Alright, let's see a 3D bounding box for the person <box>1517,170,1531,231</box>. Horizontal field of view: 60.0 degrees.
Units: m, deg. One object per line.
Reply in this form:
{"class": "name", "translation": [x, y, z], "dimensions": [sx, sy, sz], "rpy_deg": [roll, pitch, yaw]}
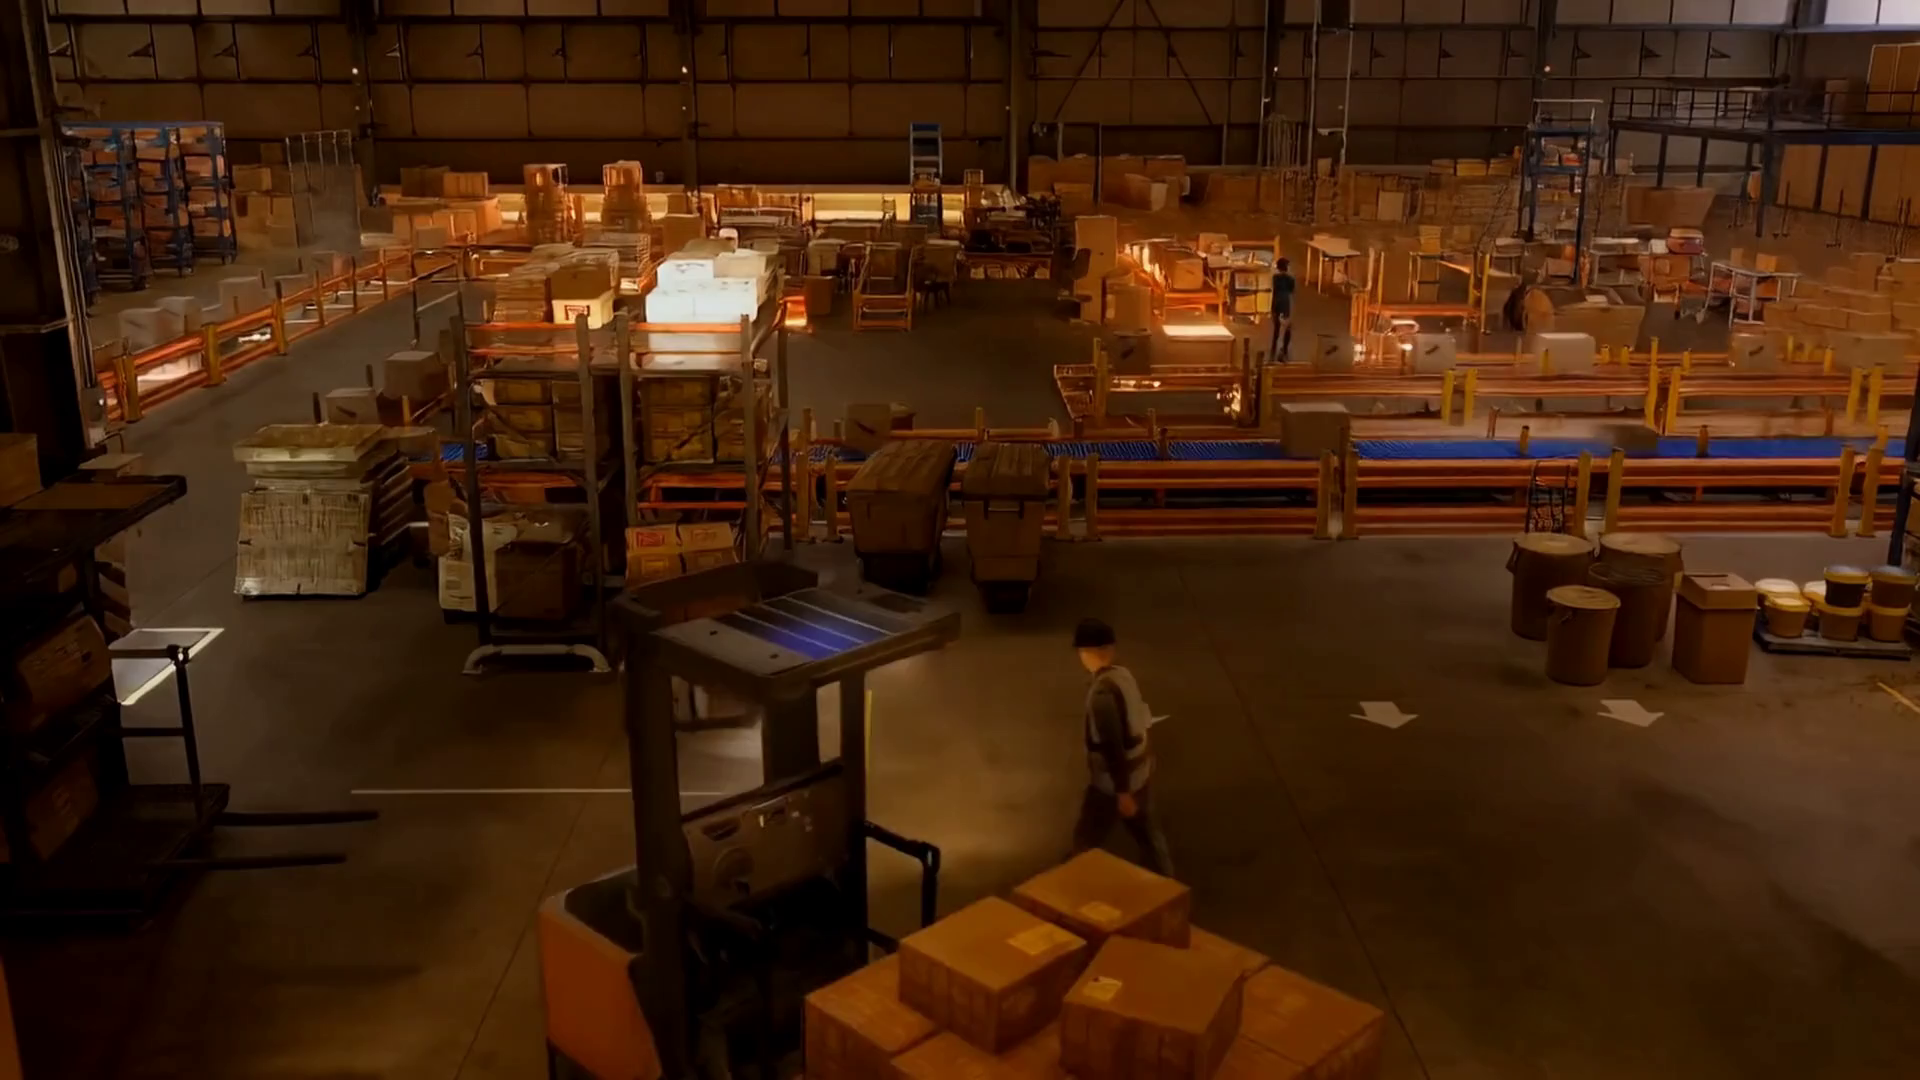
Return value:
{"class": "person", "translation": [17.361, -10.408, 51.028], "dimensions": [0.577, 1.884, 0.353], "rpy_deg": [0, 16, -1]}

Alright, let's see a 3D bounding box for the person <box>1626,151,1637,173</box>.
{"class": "person", "translation": [24.448, -13.256, 60.850], "dimensions": [0.589, 1.927, 0.368], "rpy_deg": [0, 16, -1]}

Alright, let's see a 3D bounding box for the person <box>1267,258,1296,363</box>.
{"class": "person", "translation": [5.526, -3.918, 28.585], "dimensions": [0.544, 1.820, 0.918], "rpy_deg": [8, 18, 26]}

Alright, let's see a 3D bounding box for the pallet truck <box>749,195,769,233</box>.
{"class": "pallet truck", "translation": [-6.051, -9.967, 50.660], "dimensions": [0.680, 1.201, 1.601], "rpy_deg": [0, 16, -1]}

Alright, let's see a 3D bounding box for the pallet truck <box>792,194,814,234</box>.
{"class": "pallet truck", "translation": [-4.814, -9.883, 50.259], "dimensions": [0.704, 1.261, 1.522], "rpy_deg": [-1, 16, -3]}

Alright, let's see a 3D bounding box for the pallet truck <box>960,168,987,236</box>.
{"class": "pallet truck", "translation": [0.383, -10.230, 50.206], "dimensions": [0.823, 1.965, 1.885], "rpy_deg": [-1, 16, -3]}

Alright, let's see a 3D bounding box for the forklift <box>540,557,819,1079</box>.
{"class": "forklift", "translation": [-1.090, 1.522, 7.787], "dimensions": [1.873, 2.768, 1.129], "rpy_deg": [15, 22, 43]}

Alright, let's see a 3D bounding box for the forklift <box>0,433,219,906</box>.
{"class": "forklift", "translation": [-5.952, 0.780, 10.366], "dimensions": [1.873, 2.768, 1.129], "rpy_deg": [0, 16, -1]}

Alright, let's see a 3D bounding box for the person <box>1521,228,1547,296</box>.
{"class": "person", "translation": [11.845, -5.557, 34.372], "dimensions": [0.527, 1.772, 0.305], "rpy_deg": [0, 16, -1]}

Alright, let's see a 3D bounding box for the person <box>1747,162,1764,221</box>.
{"class": "person", "translation": [26.030, -11.332, 54.248], "dimensions": [0.570, 1.912, 0.633], "rpy_deg": [-2, 16, -8]}

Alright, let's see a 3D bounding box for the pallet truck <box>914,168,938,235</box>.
{"class": "pallet truck", "translation": [-0.989, -10.316, 50.507], "dimensions": [0.823, 1.965, 1.885], "rpy_deg": [1, 16, 3]}

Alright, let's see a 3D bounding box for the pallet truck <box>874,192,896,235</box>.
{"class": "pallet truck", "translation": [-2.277, -9.986, 50.594], "dimensions": [0.653, 1.274, 1.630], "rpy_deg": [0, 16, -1]}

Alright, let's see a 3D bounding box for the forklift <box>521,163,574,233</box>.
{"class": "forklift", "translation": [-12.233, -10.122, 49.298], "dimensions": [1.157, 1.987, 2.680], "rpy_deg": [0, 16, -1]}

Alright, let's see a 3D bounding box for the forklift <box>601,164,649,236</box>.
{"class": "forklift", "translation": [-9.948, -10.127, 49.296], "dimensions": [1.157, 1.987, 2.680], "rpy_deg": [-1, 16, -3]}

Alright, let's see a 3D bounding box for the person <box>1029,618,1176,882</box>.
{"class": "person", "translation": [0.916, 1.393, 10.049], "dimensions": [1.057, 1.858, 0.620], "rpy_deg": [8, 18, 24]}
